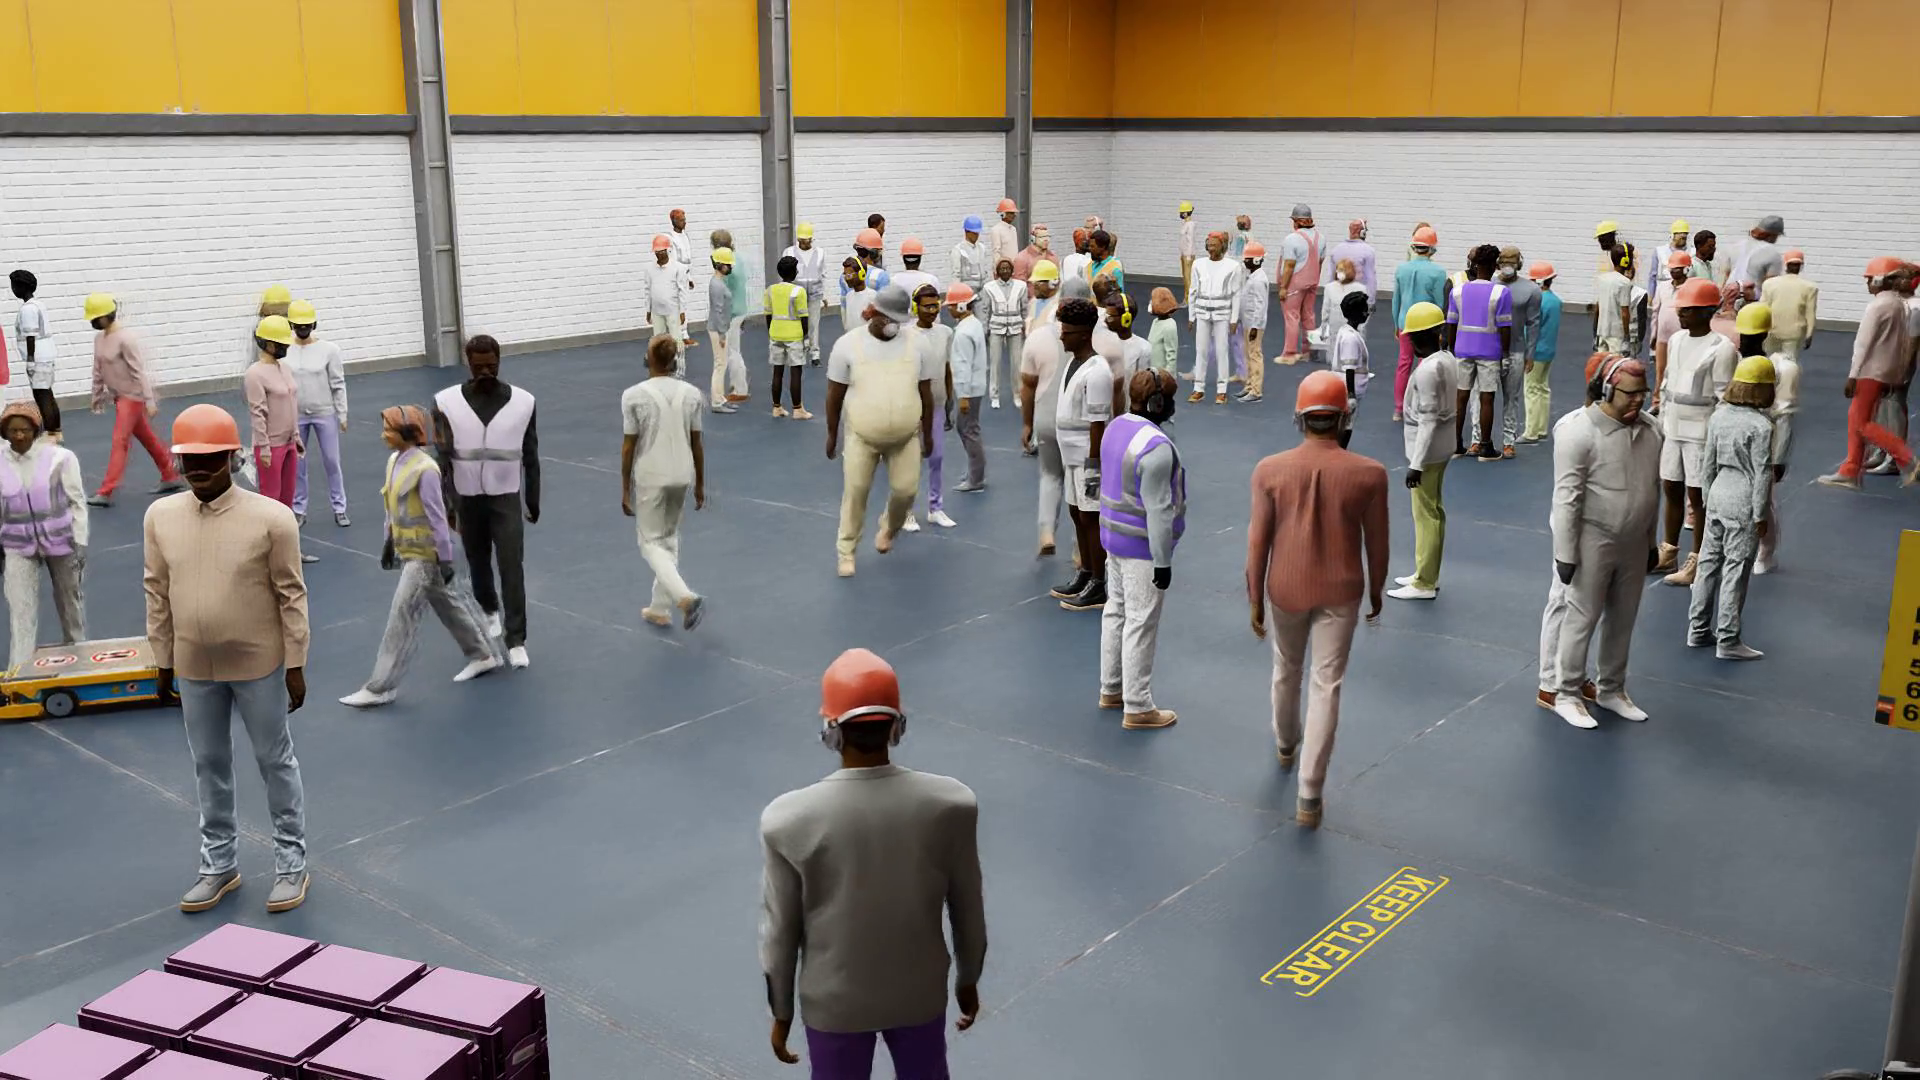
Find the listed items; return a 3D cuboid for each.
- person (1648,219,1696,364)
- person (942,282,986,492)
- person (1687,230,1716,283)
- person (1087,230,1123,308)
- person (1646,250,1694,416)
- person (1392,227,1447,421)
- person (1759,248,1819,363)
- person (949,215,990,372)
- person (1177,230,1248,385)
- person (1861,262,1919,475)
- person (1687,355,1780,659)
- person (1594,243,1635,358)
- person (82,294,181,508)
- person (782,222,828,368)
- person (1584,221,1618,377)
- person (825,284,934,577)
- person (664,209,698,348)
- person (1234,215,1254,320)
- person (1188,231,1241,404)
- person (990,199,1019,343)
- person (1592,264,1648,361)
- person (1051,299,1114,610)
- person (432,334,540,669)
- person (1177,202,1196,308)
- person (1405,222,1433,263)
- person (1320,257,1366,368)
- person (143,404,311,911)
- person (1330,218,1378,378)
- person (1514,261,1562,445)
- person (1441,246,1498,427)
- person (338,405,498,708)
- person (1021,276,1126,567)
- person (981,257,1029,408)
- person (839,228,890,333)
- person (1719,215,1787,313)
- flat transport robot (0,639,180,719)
[{"bbox_3d":[9.063,-3.144,21.147,0.600,1.836,0.404,3,14,13],"label":"person"},{"bbox_3d":[0.033,-1.269,13.868,0.362,1.740,0.583,1,14,4],"label":"person"},{"bbox_3d":[7.843,-2.345,17.793,0.388,1.919,0.594,12,18,39],"label":"person"},{"bbox_3d":[1.539,-2.354,17.836,0.398,1.916,0.590,-7,16,-26],"label":"person"},{"bbox_3d":[7.367,-2.107,17.174,0.341,1.750,0.566,-8,16,-29],"label":"person"},{"bbox_3d":[4.701,-2.186,16.999,0.373,1.997,0.618,-13,19,-41],"label":"person"},{"bbox_3d":[8.791,-2.236,17.716,0.592,1.733,0.377,6,15,23],"label":"person"},{"bbox_3d":[0.134,-2.996,20.362,0.415,1.937,0.622,12,19,41],"label":"person"},{"bbox_3d":[2.993,-2.713,19.493,0.923,1.796,0.552,2,14,8],"label":"person"},{"bbox_3d":[8.170,-1.485,14.494,0.389,1.850,0.566,3,14,11],"label":"person"},{"bbox_3d":[4.467,-0.190,9.537,0.304,1.742,0.493,-4,15,-14],"label":"person"},{"bbox_3d":[6.530,-2.021,16.597,0.322,1.871,0.531,-4,14,-14],"label":"person"},{"bbox_3d":[-6.755,-1.133,13.384,0.597,1.701,0.933,11,18,37],"label":"person"},{"bbox_3d":[-1.936,-3.059,20.839,0.586,1.824,0.403,-4,15,-15],"label":"person"},{"bbox_3d":[7.792,-2.895,20.083,0.726,1.880,0.613,0,14,0],"label":"person"},{"bbox_3d":[-0.551,-0.774,11.268,0.743,2.000,0.673,-3,14,-11],"label":"person"},{"bbox_3d":[-3.838,-3.576,22.785,0.355,1.883,0.575,5,15,19],"label":"person"},{"bbox_3d":[4.435,-4.247,25.987,0.317,1.633,0.514,8,16,30],"label":"person"},{"bbox_3d":[2.773,-2.436,18.227,0.577,1.883,0.353,6,15,23],"label":"person"},{"bbox_3d":[0.642,-3.774,23.343,0.376,1.997,0.612,7,16,26],"label":"person"},{"bbox_3d":[6.815,-2.062,17.220,0.523,1.642,0.306,9,17,33],"label":"person"},{"bbox_3d":[0.776,-0.534,10.492,0.373,1.957,0.599,-4,15,-15],"label":"person"},{"bbox_3d":[-2.711,-0.271,9.594,0.574,1.874,0.957,-4,15,-15],"label":"person"},{"bbox_3d":[3.759,-4.741,27.700,0.339,1.761,0.524,-1,14,-4],"label":"person"},{"bbox_3d":[6.630,-3.762,24.032,0.286,1.631,0.501,-8,16,-28],"label":"person"},{"bbox_3d":[4.211,-2.292,18.191,0.508,1.610,0.571,11,18,38],"label":"person"},{"bbox_3d":[-2.816,0.463,6.410,0.615,1.997,0.373,0,14,1],"label":"person"},{"bbox_3d":[4.768,-2.910,20.074,0.407,1.910,0.639,-12,18,-39],"label":"person"},{"bbox_3d":[5.512,-1.789,15.920,0.340,1.744,0.564,11,18,38],"label":"person"},{"bbox_3d":[5.109,-2.003,16.581,0.630,1.842,0.429,0,14,1],"label":"person"},{"bbox_3d":[-2.900,0.062,8.854,0.909,1.582,0.525,-9,17,-33],"label":"person"},{"bbox_3d":[0.785,-0.842,11.540,0.710,2.000,0.546,3,14,10],"label":"person"},{"bbox_3d":[0.486,-2.235,17.937,0.518,1.633,0.313,-2,14,-8],"label":"person"},{"bbox_3d":[-0.867,-1.958,15.995,0.607,2.044,0.372,10,17,36],"label":"person"},{"bbox_3d":[9.260,-2.813,19.415,0.592,2.000,0.698,-5,15,-20],"label":"person"},{"bbox_3d":[-4.450,0.701,8.961,1.431,0.197,0.652,-5,15,-19],"label":"flat transport robot"}]
